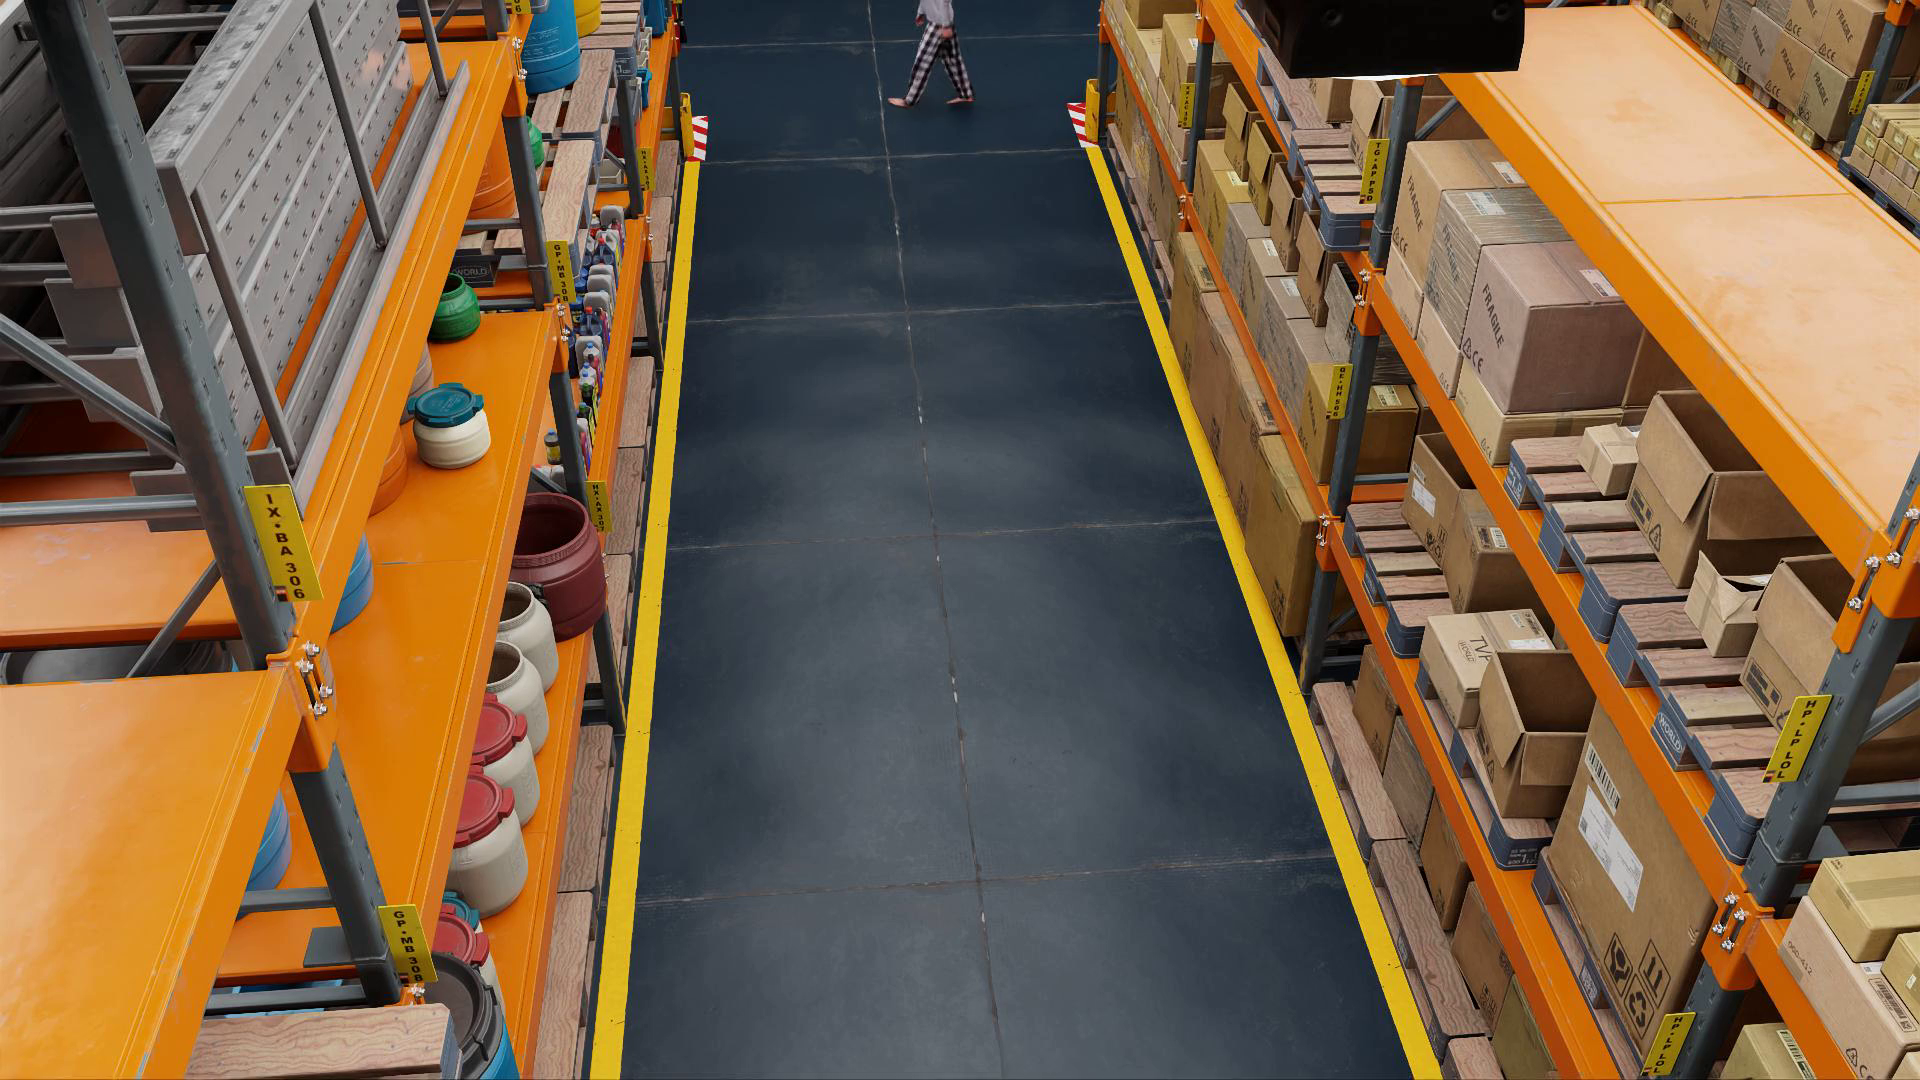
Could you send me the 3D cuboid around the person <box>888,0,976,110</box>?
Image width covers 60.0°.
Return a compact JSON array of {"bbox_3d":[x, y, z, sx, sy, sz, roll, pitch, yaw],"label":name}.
[{"bbox_3d":[-0.111,-5.063,16.183,0.715,1.808,1.037,-4,37,-6],"label":"person"}]
